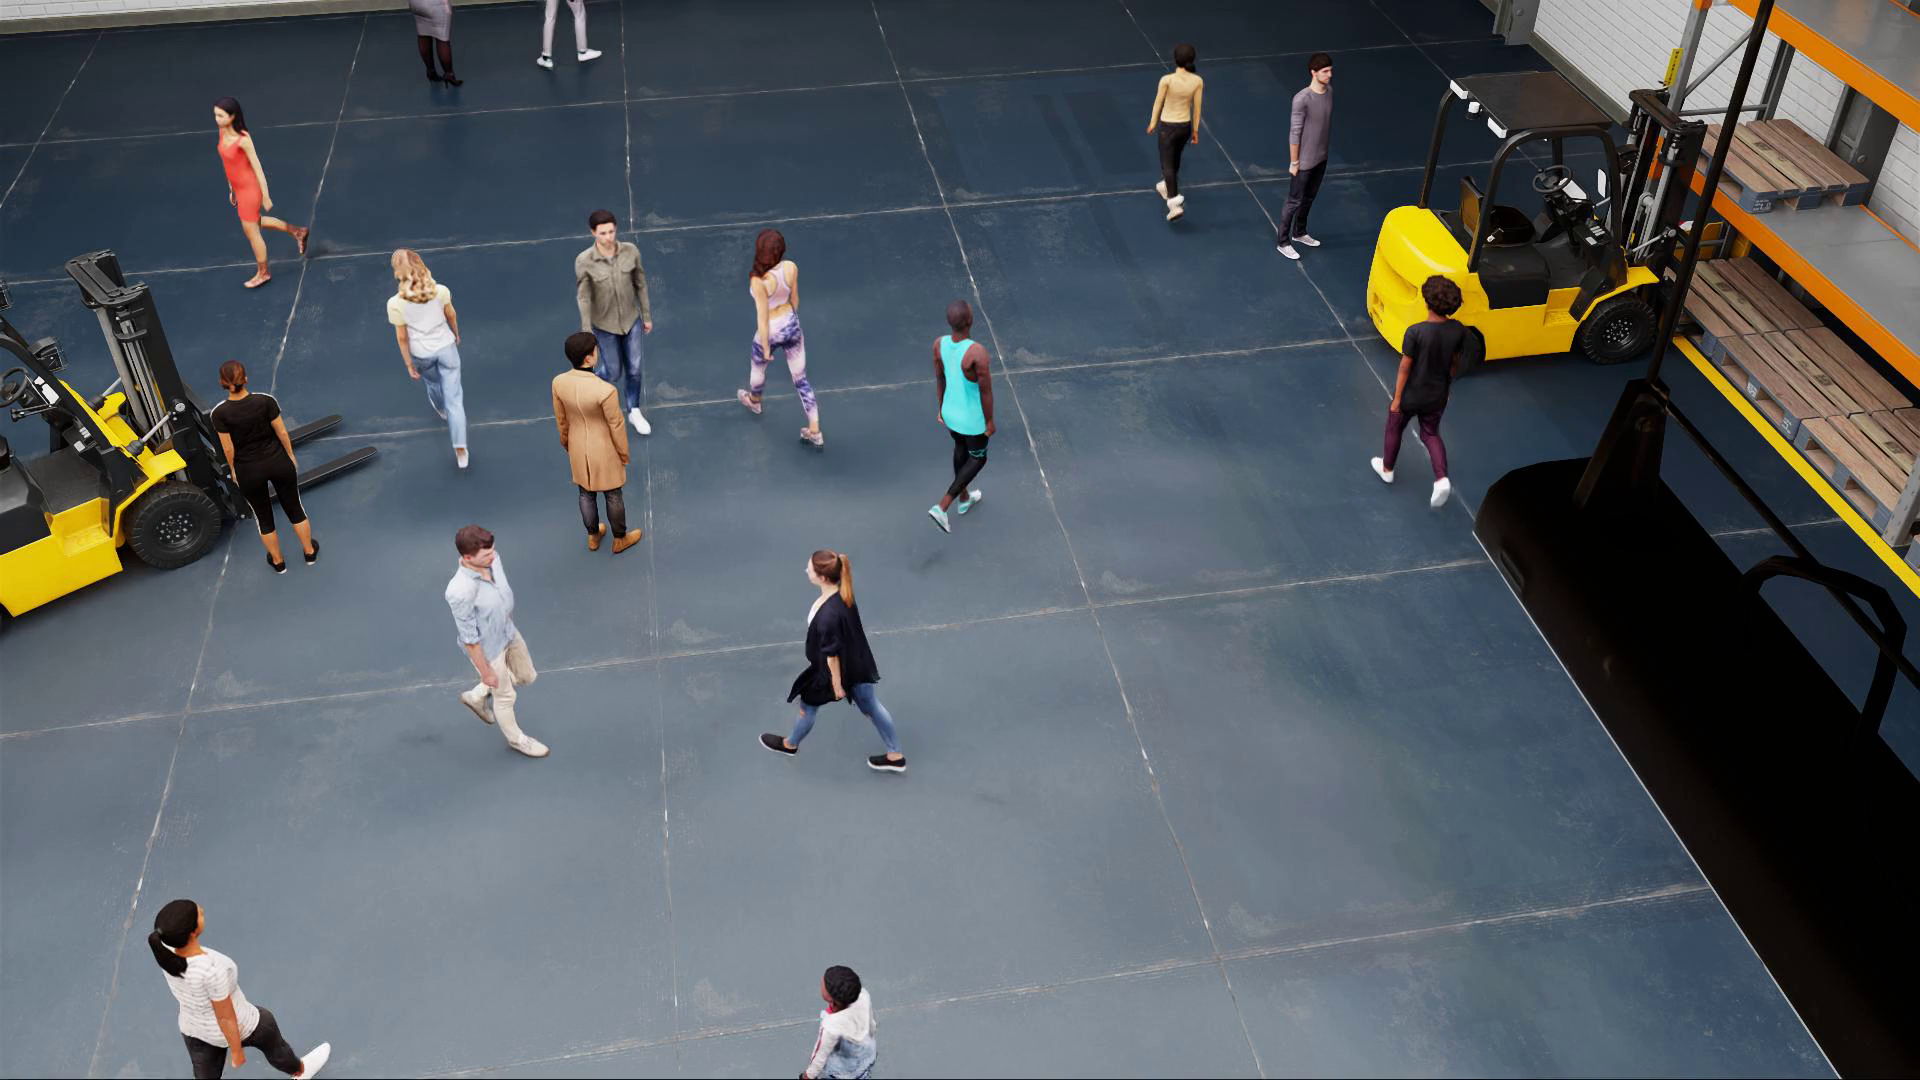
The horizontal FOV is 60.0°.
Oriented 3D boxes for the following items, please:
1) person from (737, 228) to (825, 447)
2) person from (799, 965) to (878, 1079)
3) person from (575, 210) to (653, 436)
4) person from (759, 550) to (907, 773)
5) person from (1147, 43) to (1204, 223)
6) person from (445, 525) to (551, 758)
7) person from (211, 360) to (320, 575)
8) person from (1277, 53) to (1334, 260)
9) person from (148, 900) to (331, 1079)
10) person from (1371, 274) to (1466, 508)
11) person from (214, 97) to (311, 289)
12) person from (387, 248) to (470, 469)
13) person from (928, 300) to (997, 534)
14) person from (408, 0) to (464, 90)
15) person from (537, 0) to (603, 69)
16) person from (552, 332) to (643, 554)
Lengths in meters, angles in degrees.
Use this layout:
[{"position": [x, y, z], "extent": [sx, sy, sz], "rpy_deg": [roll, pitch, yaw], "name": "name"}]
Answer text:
[{"position": [-1.300, -1.481, 12.511], "extent": [1.017, 1.713, 1.259], "rpy_deg": [-28, 46, -30], "name": "person"}, {"position": [-0.485, 2.496, 7.912], "extent": [0.816, 1.237, 0.788], "rpy_deg": [18, 42, 21], "name": "person"}, {"position": [-2.650, -1.705, 12.679], "extent": [0.896, 1.852, 1.032], "rpy_deg": [-20, 43, -23], "name": "person"}, {"position": [-0.608, 0.762, 9.770], "extent": [1.028, 1.628, 1.169], "rpy_deg": [9, 39, 11], "name": "person"}, {"position": [2.017, -3.768, 15.439], "extent": [0.626, 1.632, 1.093], "rpy_deg": [-9, 39, -11], "name": "person"}, {"position": [-2.844, 0.596, 9.820], "extent": [0.926, 1.825, 0.896], "rpy_deg": [7, 39, 9], "name": "person"}, {"position": [-4.747, -0.504, 11.322], "extent": [0.639, 1.669, 0.613], "rpy_deg": [-18, 42, -22], "name": "person"}, {"position": [3.111, -3.453, 14.867], "extent": [0.759, 1.854, 0.747], "rpy_deg": [32, 48, 33], "name": "person"}, {"position": [-3.540, 2.349, 7.804], "extent": [1.007, 1.601, 1.181], "rpy_deg": [16, 41, 19], "name": "person"}, {"position": [3.354, -1.039, 11.918], "extent": [0.673, 1.761, 1.030], "rpy_deg": [-9, 40, -12], "name": "person"}, {"position": [-6.139, -3.072, 14.512], "extent": [0.997, 1.700, 1.010], "rpy_deg": [27, 46, 30], "name": "person"}, {"position": [-3.868, -1.310, 12.344], "extent": [0.854, 1.652, 1.264], "rpy_deg": [-16, 41, -19], "name": "person"}, {"position": [-0.019, -0.824, 11.625], "extent": [0.982, 1.791, 1.027], "rpy_deg": [25, 45, 28], "name": "person"}, {"position": [-5.681, -5.723, 17.787], "extent": [0.781, 1.757, 0.828], "rpy_deg": [20, 43, 24], "name": "person"}, {"position": [-4.420, -6.060, 18.175], "extent": [1.006, 1.800, 1.070], "rpy_deg": [18, 42, 21], "name": "person"}, {"position": [-2.530, -0.658, 11.469], "extent": [0.750, 1.727, 0.768], "rpy_deg": [10, 40, 12], "name": "person"}]
